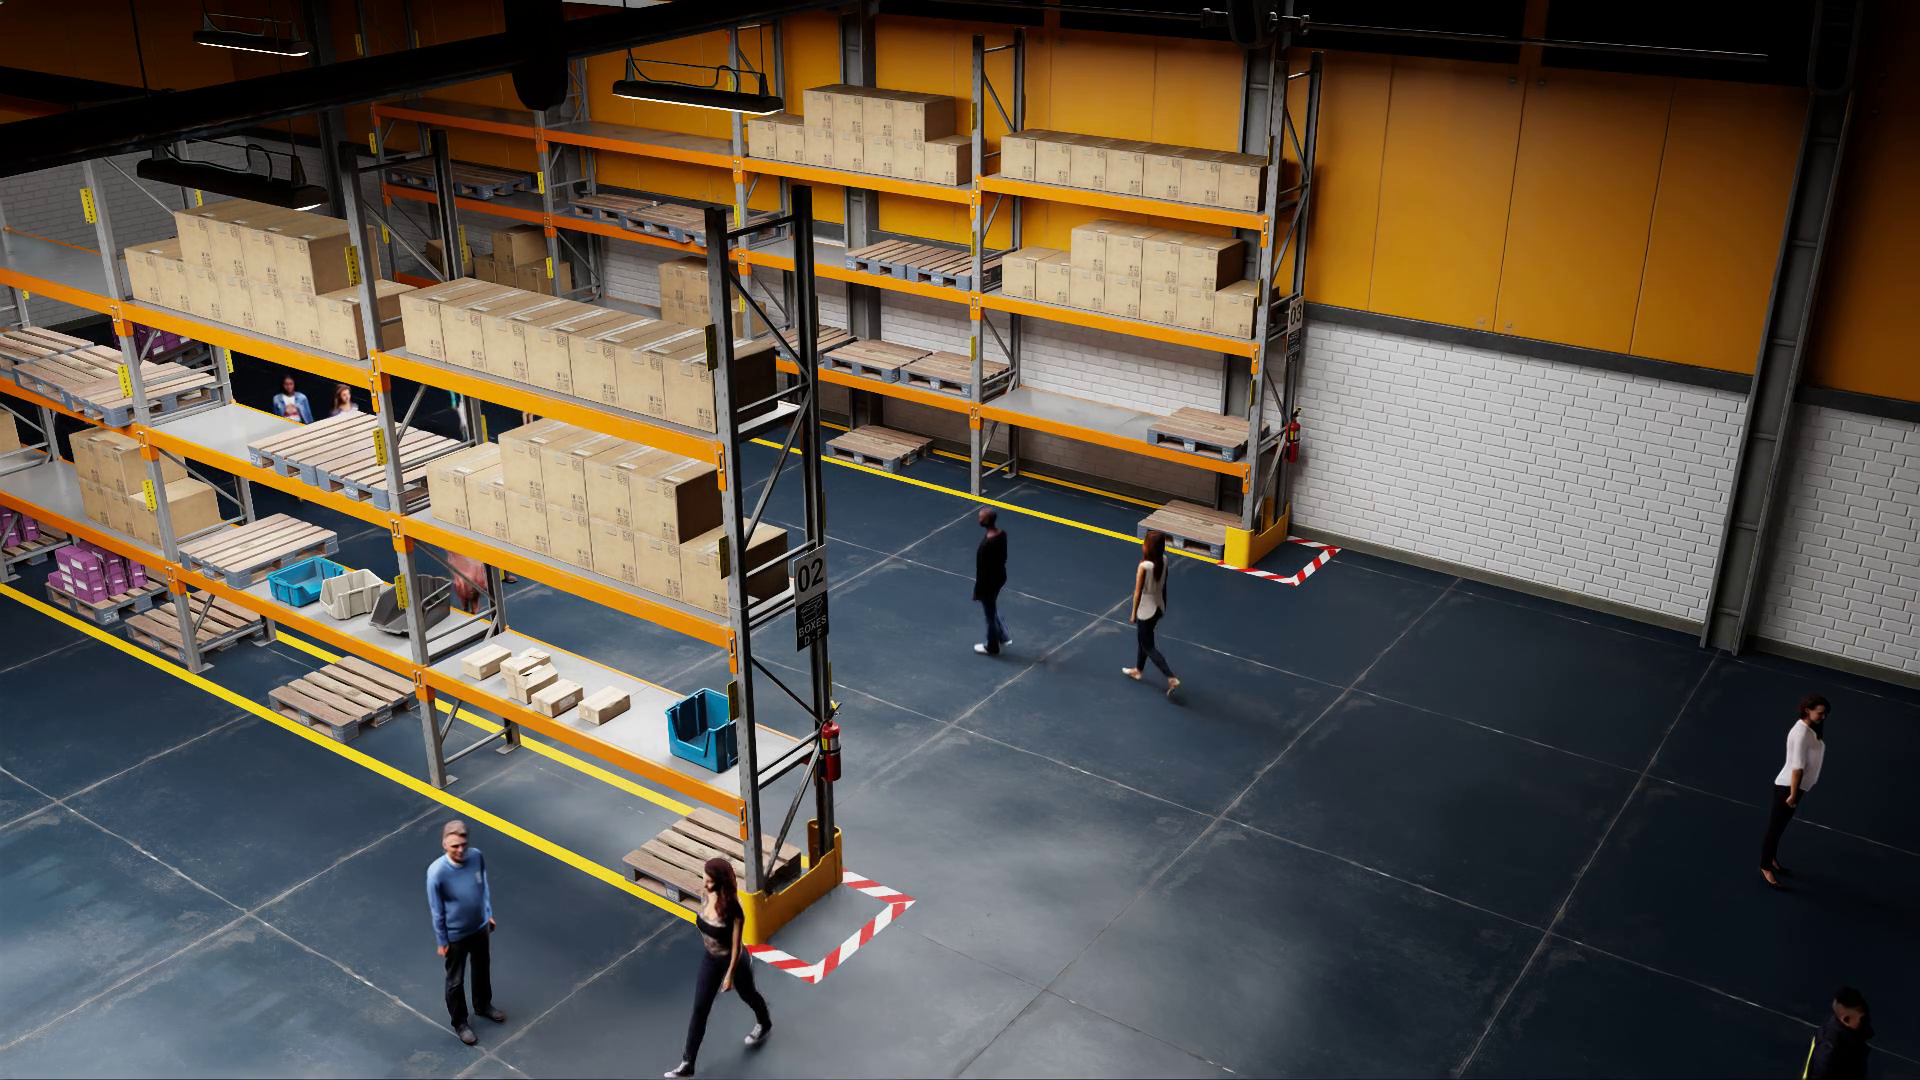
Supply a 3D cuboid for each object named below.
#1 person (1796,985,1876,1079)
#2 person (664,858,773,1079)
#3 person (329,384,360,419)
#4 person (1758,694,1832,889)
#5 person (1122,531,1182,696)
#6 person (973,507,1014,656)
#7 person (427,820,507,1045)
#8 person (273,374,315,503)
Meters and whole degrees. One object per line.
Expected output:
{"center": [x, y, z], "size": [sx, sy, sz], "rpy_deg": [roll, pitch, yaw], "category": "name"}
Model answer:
{"center": [5.488, 3.590, 10.568], "size": [0.668, 1.860, 0.735], "rpy_deg": [17, 29, 33], "category": "person"}
{"center": [-1.609, 3.033, 12.032], "size": [1.143, 1.707, 0.690], "rpy_deg": [17, 29, 33], "category": "person"}
{"center": [-8.051, -1.217, 21.779], "size": [1.087, 1.688, 0.626], "rpy_deg": [16, 28, 33], "category": "person"}
{"center": [7.035, 2.092, 14.078], "size": [0.512, 1.792, 0.602], "rpy_deg": [17, 29, 33], "category": "person"}
{"center": [2.027, 0.772, 17.140], "size": [0.745, 1.759, 1.110], "rpy_deg": [-21, 31, -39], "category": "person"}
{"center": [0.412, 0.466, 17.866], "size": [0.679, 1.739, 0.646], "rpy_deg": [13, 27, 27], "category": "person"}
{"center": [-3.680, 2.848, 12.329], "size": [0.548, 1.808, 0.645], "rpy_deg": [17, 29, 33], "category": "person"}
{"center": [-8.891, -1.413, 22.228], "size": [0.929, 1.688, 1.078], "rpy_deg": [-11, 26, -23], "category": "person"}
